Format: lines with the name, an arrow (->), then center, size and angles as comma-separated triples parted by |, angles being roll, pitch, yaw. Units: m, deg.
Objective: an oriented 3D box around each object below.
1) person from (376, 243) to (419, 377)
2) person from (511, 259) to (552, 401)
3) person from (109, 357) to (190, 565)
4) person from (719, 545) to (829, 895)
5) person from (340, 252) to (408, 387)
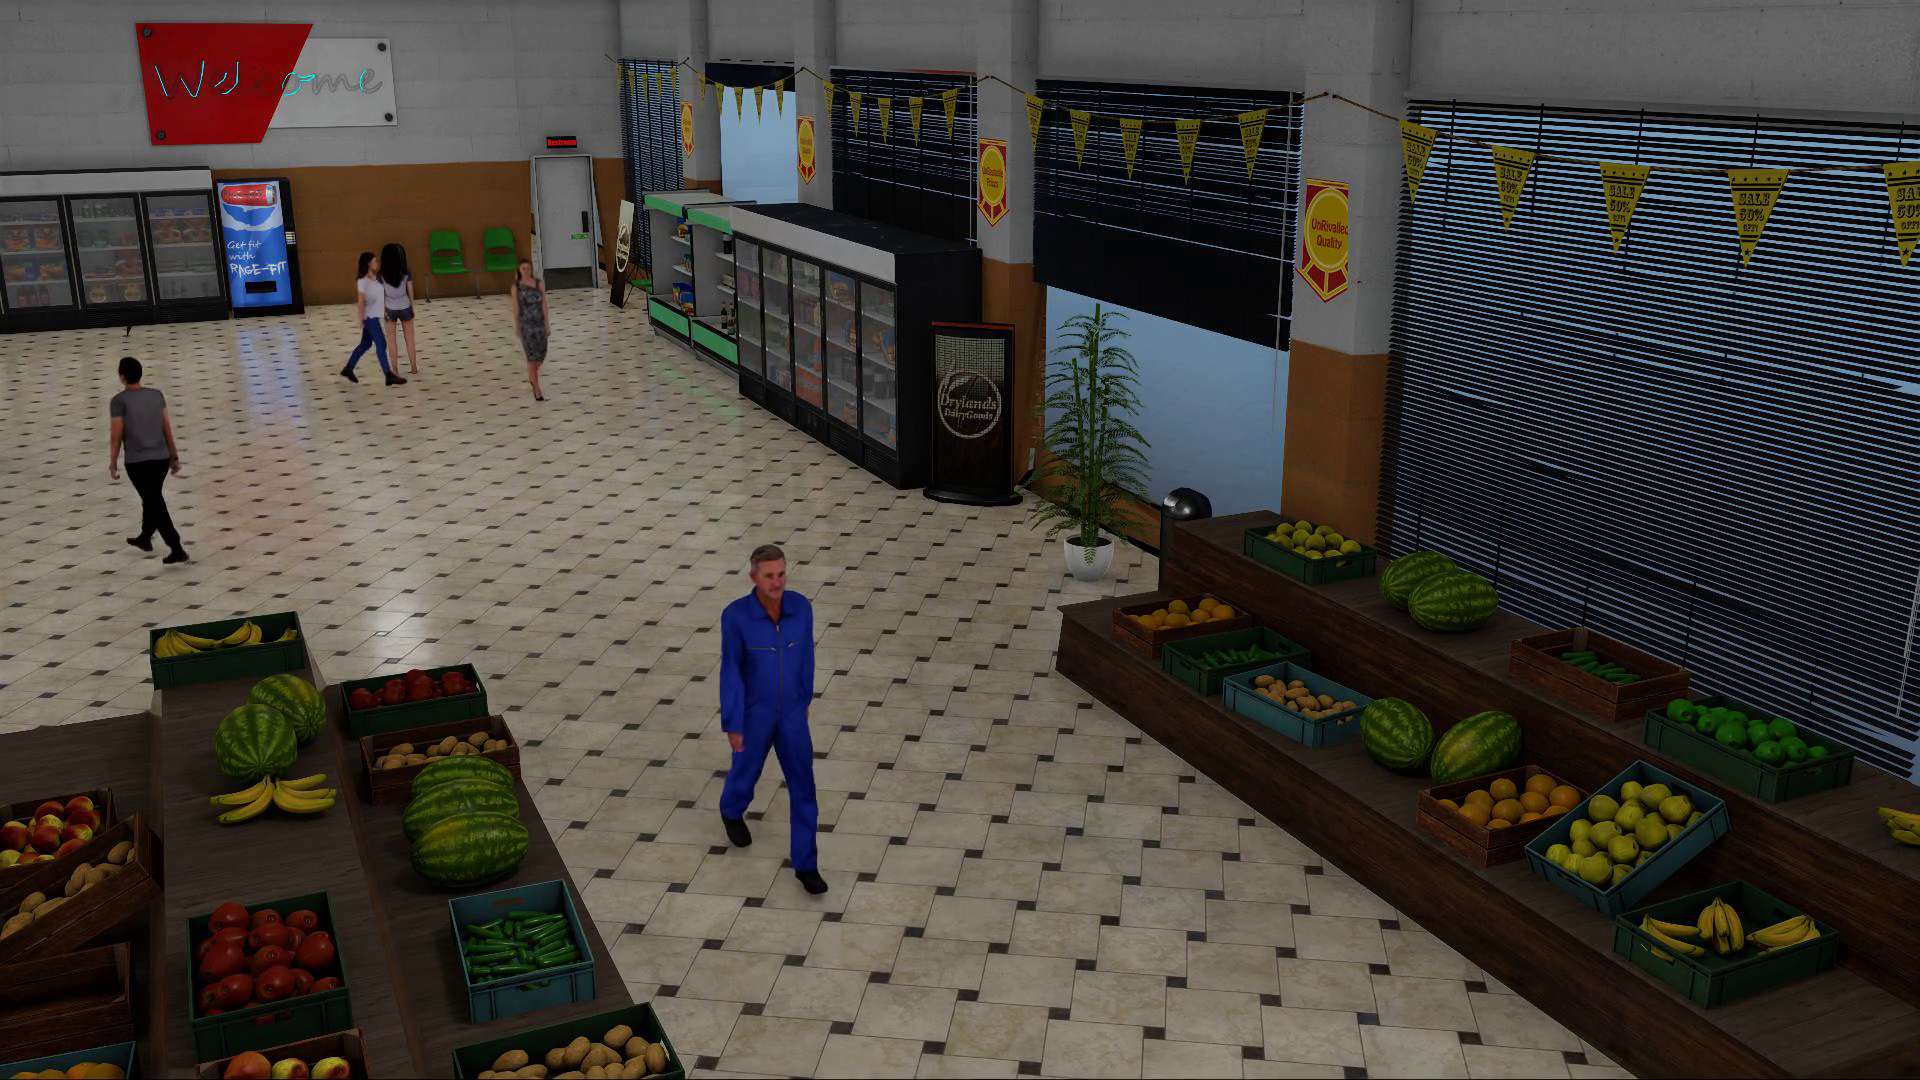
person -> -7.317, -2.998, 21.603 | 0.591, 1.706, 0.514 | -8, 19, -25
person -> -5.219, -2.573, 20.258 | 0.643, 1.675, 1.102 | -10, 19, -29
person -> -6.678, -0.618, 13.763 | 1.239, 1.707, 1.075 | 9, 19, 28
person -> -1.045, 0.889, 8.674 | 0.768, 1.780, 1.194 | -9, 19, -27
person -> -7.462, -2.728, 20.822 | 0.919, 1.644, 1.102 | 0, 17, 0
